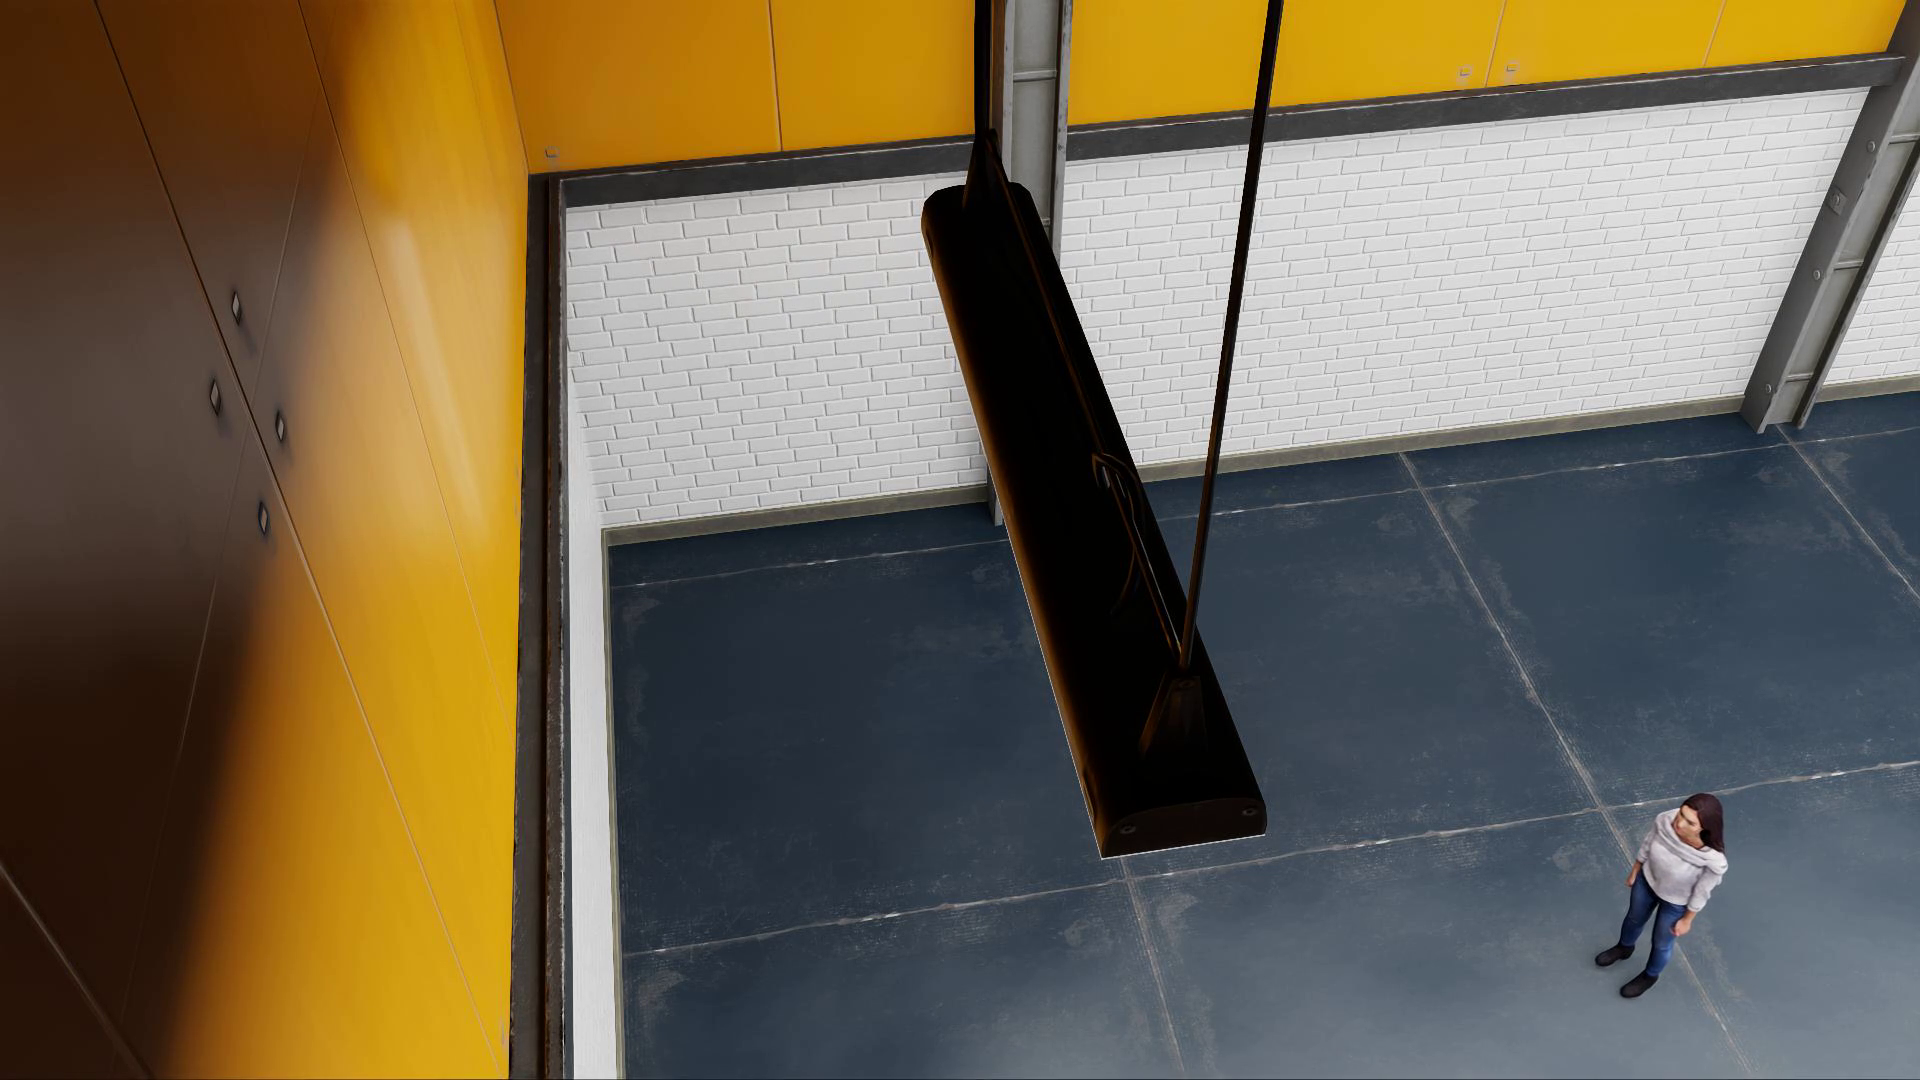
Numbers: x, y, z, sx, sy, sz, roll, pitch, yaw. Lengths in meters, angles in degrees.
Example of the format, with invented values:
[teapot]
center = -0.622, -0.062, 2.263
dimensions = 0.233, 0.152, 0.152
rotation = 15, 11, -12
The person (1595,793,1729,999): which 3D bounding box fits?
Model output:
[person]
center = 3.762, 1.868, 8.836
dimensions = 0.624, 1.630, 0.657
rotation = -20, 47, -20
